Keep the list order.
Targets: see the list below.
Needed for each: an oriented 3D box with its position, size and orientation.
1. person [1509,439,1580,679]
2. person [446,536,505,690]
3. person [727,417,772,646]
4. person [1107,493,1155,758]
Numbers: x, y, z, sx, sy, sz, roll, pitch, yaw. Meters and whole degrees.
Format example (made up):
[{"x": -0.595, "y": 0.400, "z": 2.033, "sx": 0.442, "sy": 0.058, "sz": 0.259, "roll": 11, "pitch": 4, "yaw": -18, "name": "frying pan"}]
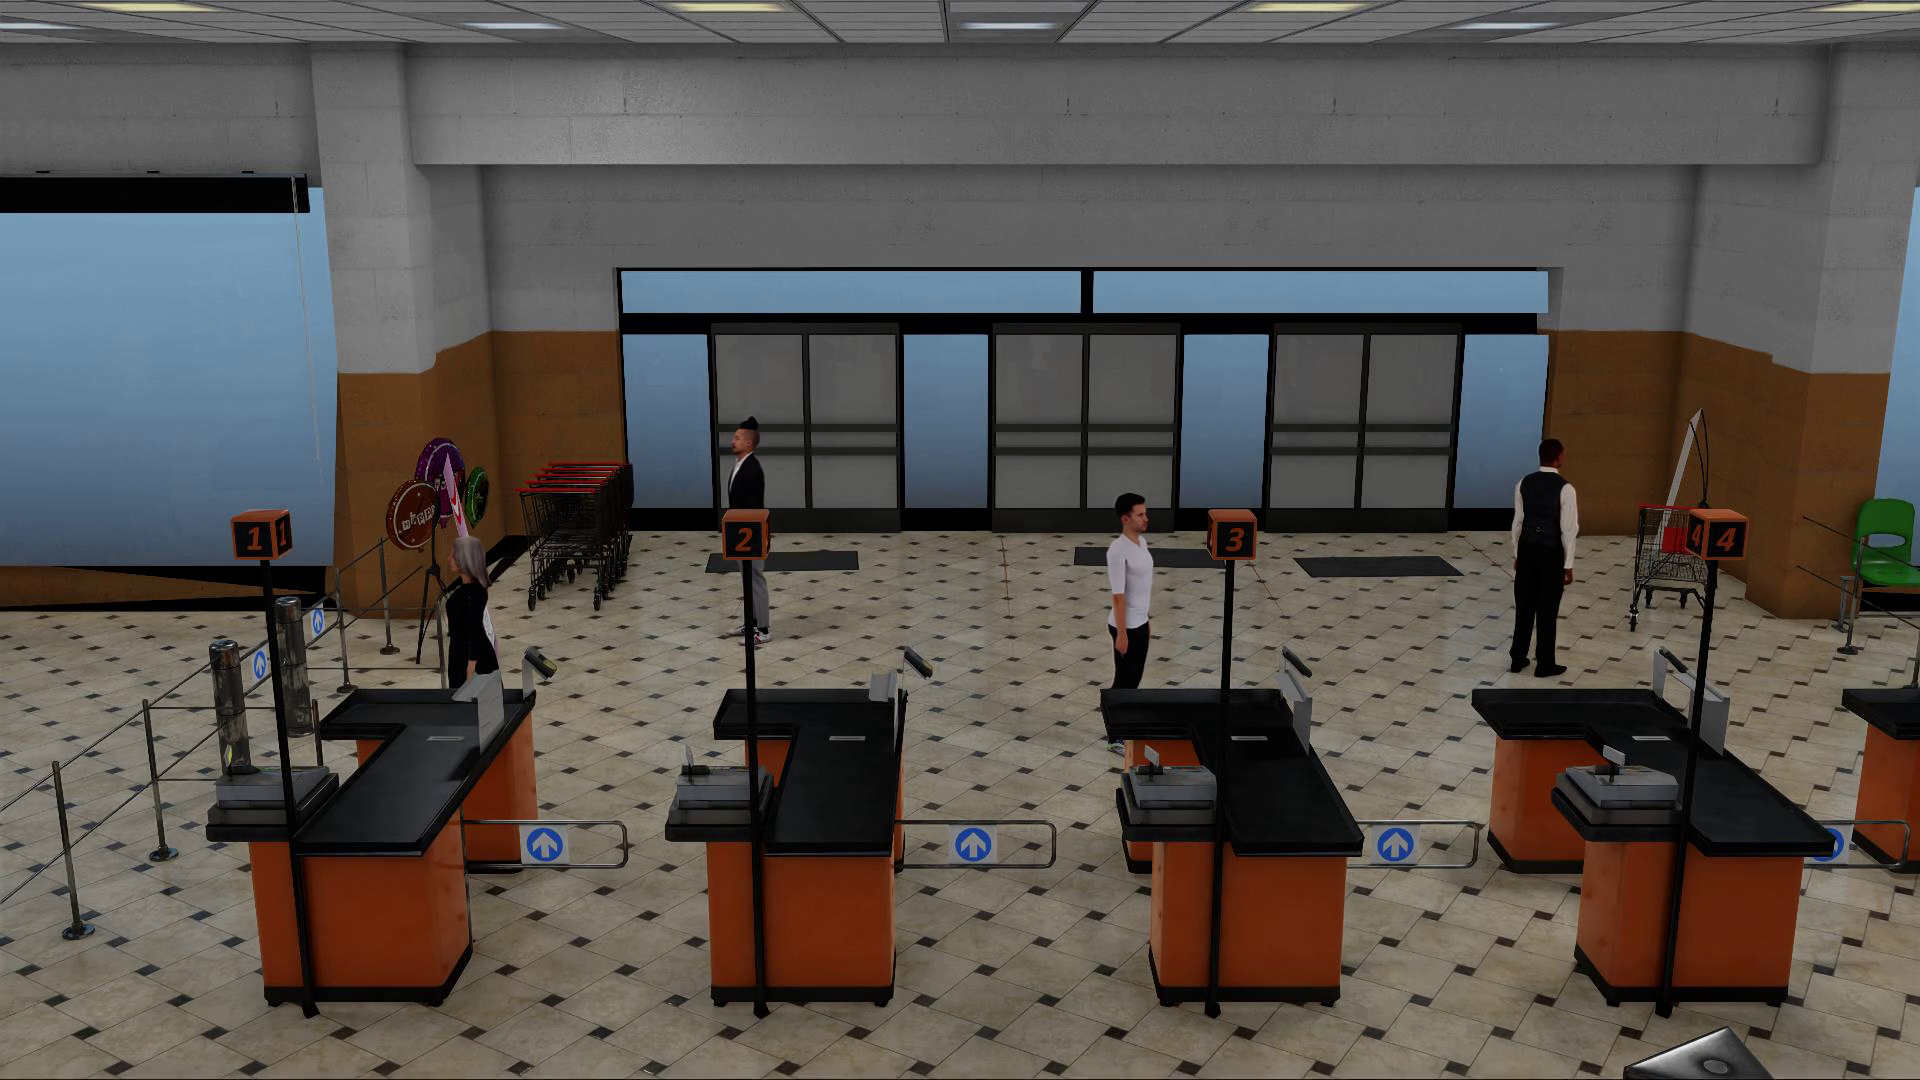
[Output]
[{"x": 4.656, "y": 0.134, "z": 13.316, "sx": 0.829, "sy": 1.919, "sz": 0.764, "roll": -13, "pitch": 19, "yaw": -42, "name": "person"}, {"x": -3.182, "y": 0.819, "z": 10.859, "sx": 0.739, "sy": 1.747, "sz": 0.627, "roll": -6, "pitch": 15, "yaw": -22, "name": "person"}, {"x": -1.782, "y": -0.088, "z": 14.171, "sx": 0.843, "sy": 1.948, "sz": 0.683, "roll": -5, "pitch": 15, "yaw": -20, "name": "person"}, {"x": 1.187, "y": 0.575, "z": 11.642, "sx": 0.814, "sy": 1.851, "sz": 0.667, "roll": 7, "pitch": 15, "yaw": 26, "name": "person"}]
